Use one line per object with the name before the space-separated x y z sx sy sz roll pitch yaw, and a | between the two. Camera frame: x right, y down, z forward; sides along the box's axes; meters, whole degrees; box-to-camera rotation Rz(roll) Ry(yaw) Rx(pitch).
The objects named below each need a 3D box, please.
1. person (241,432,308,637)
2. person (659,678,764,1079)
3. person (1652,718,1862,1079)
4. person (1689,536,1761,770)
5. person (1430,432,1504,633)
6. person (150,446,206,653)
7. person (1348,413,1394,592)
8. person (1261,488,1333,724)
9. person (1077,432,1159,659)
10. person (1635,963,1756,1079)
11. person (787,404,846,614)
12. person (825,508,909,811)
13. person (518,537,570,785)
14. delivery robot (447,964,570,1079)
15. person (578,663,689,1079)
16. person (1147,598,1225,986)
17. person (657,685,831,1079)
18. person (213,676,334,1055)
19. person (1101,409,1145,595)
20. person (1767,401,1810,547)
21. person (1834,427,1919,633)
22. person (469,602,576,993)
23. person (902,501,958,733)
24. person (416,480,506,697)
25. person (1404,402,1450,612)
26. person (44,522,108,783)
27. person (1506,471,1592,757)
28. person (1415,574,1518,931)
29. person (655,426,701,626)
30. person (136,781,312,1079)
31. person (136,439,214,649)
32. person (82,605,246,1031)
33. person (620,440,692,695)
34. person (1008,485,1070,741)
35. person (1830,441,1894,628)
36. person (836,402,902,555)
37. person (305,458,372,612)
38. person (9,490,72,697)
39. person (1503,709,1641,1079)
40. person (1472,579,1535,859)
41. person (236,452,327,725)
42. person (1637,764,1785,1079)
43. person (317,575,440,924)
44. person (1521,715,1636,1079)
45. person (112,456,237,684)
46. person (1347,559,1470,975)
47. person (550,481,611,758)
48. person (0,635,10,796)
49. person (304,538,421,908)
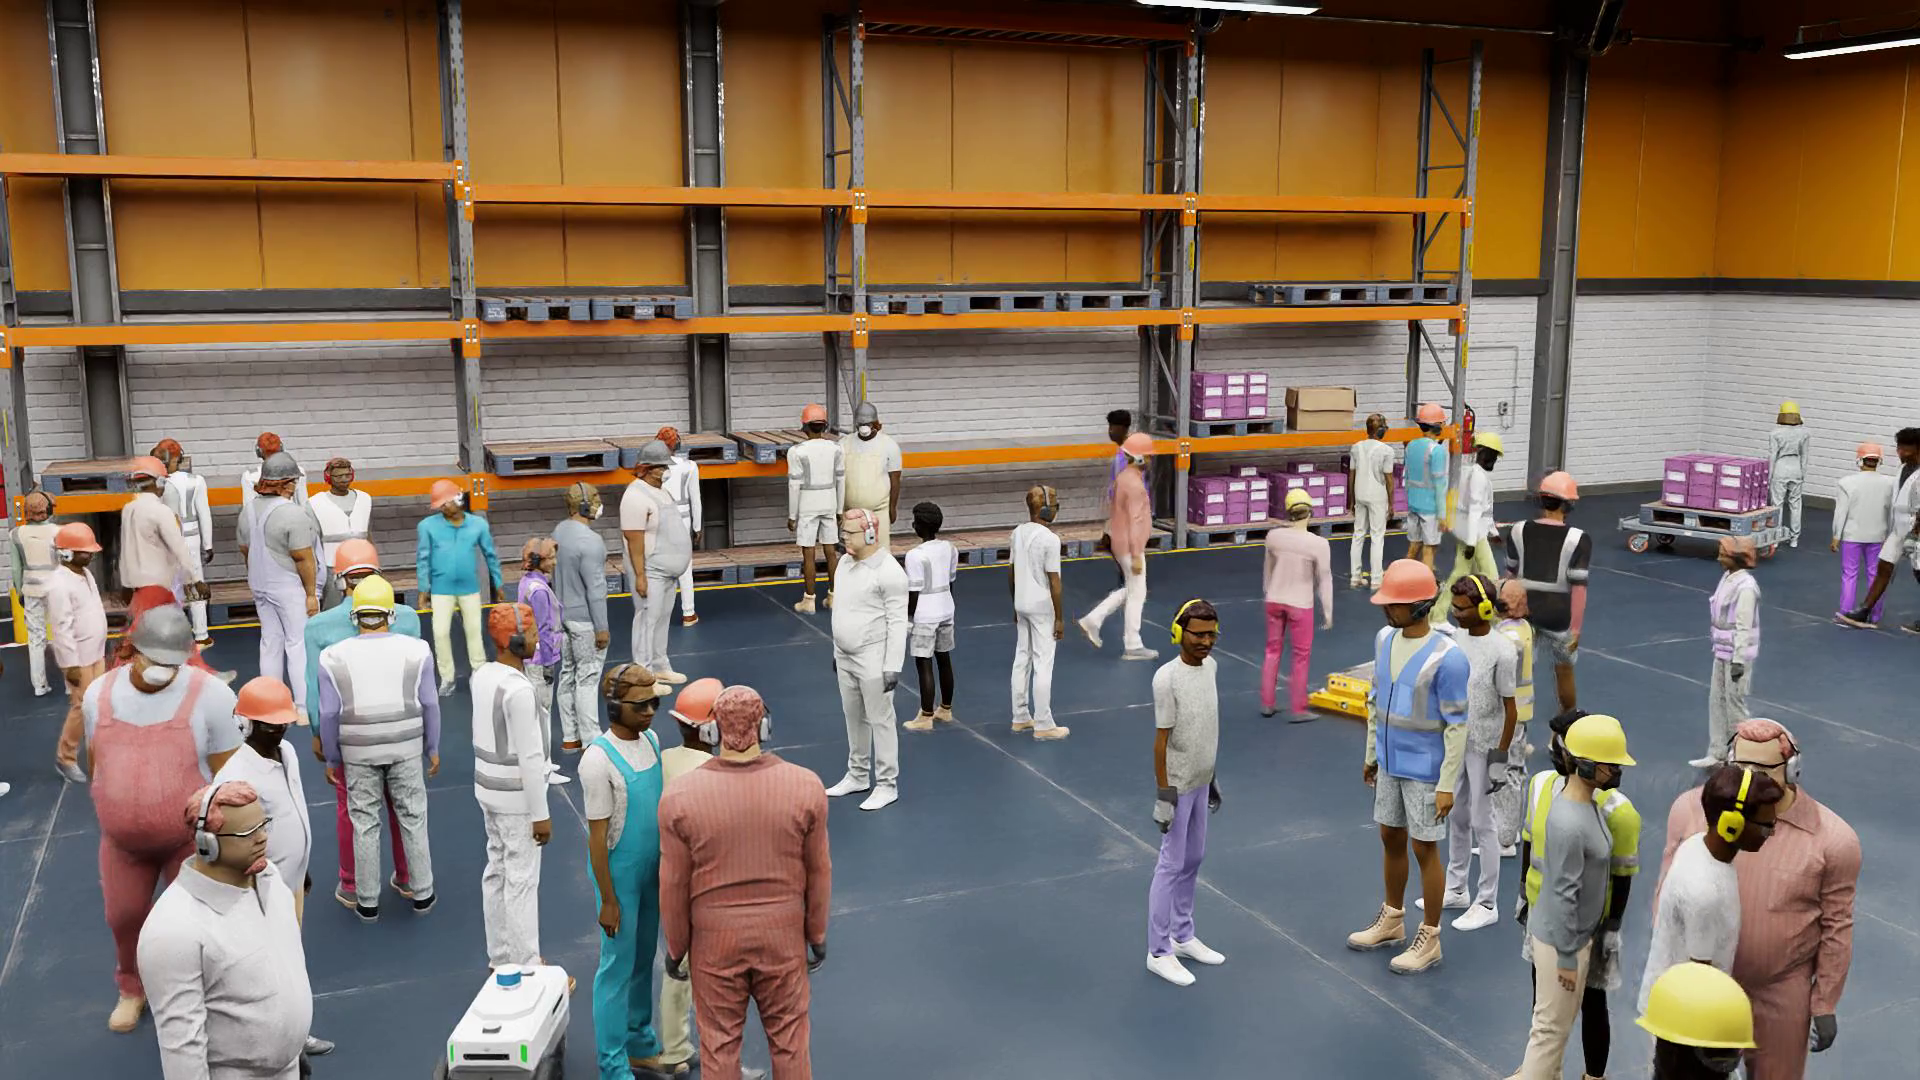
person | -6.189 -0.039 15.085 0.572 1.886 0.356 -8 12 -38
person | -1.063 1.435 6.973 0.342 1.749 0.572 -10 14 -44
person | 2.754 1.554 5.850 0.642 1.908 0.407 7 12 35
person | 5.168 0.776 11.135 0.379 1.628 0.530 2 10 10
person | 4.756 -0.050 15.235 0.886 1.857 0.599 1 10 3
person | -6.889 0.090 14.477 0.504 1.839 0.344 7 12 37
person | 4.264 -0.391 17.228 0.327 1.843 0.516 -9 13 -43
person | 2.497 0.494 12.412 0.589 1.749 0.395 7 12 33
person | 1.398 0.060 14.274 0.607 1.976 0.617 -1 10 -4
person | 1.684 1.933 3.794 0.679 1.870 0.979 -4 11 -21
person | -1.404 -0.299 16.132 0.607 2.044 0.375 -6 12 -32
person | -0.614 0.744 10.515 0.407 1.906 0.655 -8 13 -39
person | -2.775 0.794 10.999 0.313 1.638 0.522 -4 11 -24
delivery robot | -1.859 2.002 6.887 0.477 0.478 0.707 0 10 0
person | -1.351 1.408 6.870 0.345 1.844 0.508 3 10 16
person | 1.110 1.194 8.044 0.311 1.863 0.534 7 12 37
person | -0.809 1.482 6.286 0.642 1.900 0.399 -2 10 -12
person | -2.899 1.424 7.036 0.325 1.748 0.573 0 10 1
person | 1.628 -0.331 16.597 0.470 1.949 0.631 0 10 0
person | 9.811 -0.781 19.787 0.497 1.741 0.316 0 10 -2
person | 8.580 -0.078 15.207 0.944 1.915 0.634 0 10 -1
person | -2.089 1.223 7.822 0.357 1.884 0.573 -7 12 -37
person | -0.224 0.561 12.168 0.318 1.698 0.533 7 12 35
person | -3.958 0.373 13.187 0.672 1.725 0.351 -5 11 -28
person | 4.562 -0.317 16.222 0.368 2.048 0.607 -3 10 -18
person | -5.808 0.745 10.982 0.483 1.741 0.576 -1 10 -8
person | 4.127 0.509 11.623 0.614 1.995 1.017 8 13 38
person | 2.653 1.089 8.647 0.315 1.863 0.533 -4 10 -20
person | -2.712 -0.123 15.572 0.583 1.882 0.337 -1 10 -7
person | -2.215 1.671 5.174 0.408 1.909 0.638 1 10 4
person | -6.856 0.051 14.568 0.584 1.884 0.348 -3 10 -19
person | -3.525 1.218 7.395 0.704 2.000 0.588 -1 10 -7
person | -2.402 0.201 13.257 0.535 2.000 0.686 2 10 10
person | 0.559 0.521 11.976 0.327 1.843 0.516 -7 12 -37
person | 8.433 -0.051 15.540 0.573 1.746 0.346 1 10 8
person | -0.945 -0.385 16.632 0.683 2.000 0.535 3 10 15
person | -5.066 0.233 13.635 0.373 1.843 0.570 8 13 38
person | -7.175 0.430 13.088 0.514 1.641 0.309 0 10 -2
person | 2.468 1.507 6.726 0.318 1.696 0.535 -6 11 -31
person | 3.162 1.029 9.645 0.313 1.638 0.513 5 11 28
person | -4.988 0.350 12.397 0.683 2.000 0.537 5 11 29
person | 2.483 1.631 5.606 0.423 1.843 0.530 6 12 33
person | -3.030 1.092 8.719 0.594 1.832 0.403 -4 10 -20
person | 2.380 1.529 6.427 0.337 1.761 0.525 5 11 27
person | -6.245 0.321 12.919 0.635 1.927 1.083 10 14 44
person | 2.171 1.095 8.110 0.392 2.036 0.615 -5 11 -25
person | -2.608 0.556 11.505 0.379 1.940 0.629 -7 12 -37
person | -6.383 0.740 10.503 0.587 1.920 0.391 -4 11 -21
person | -3.183 0.976 8.939 0.613 1.988 0.405 -5 11 -28
